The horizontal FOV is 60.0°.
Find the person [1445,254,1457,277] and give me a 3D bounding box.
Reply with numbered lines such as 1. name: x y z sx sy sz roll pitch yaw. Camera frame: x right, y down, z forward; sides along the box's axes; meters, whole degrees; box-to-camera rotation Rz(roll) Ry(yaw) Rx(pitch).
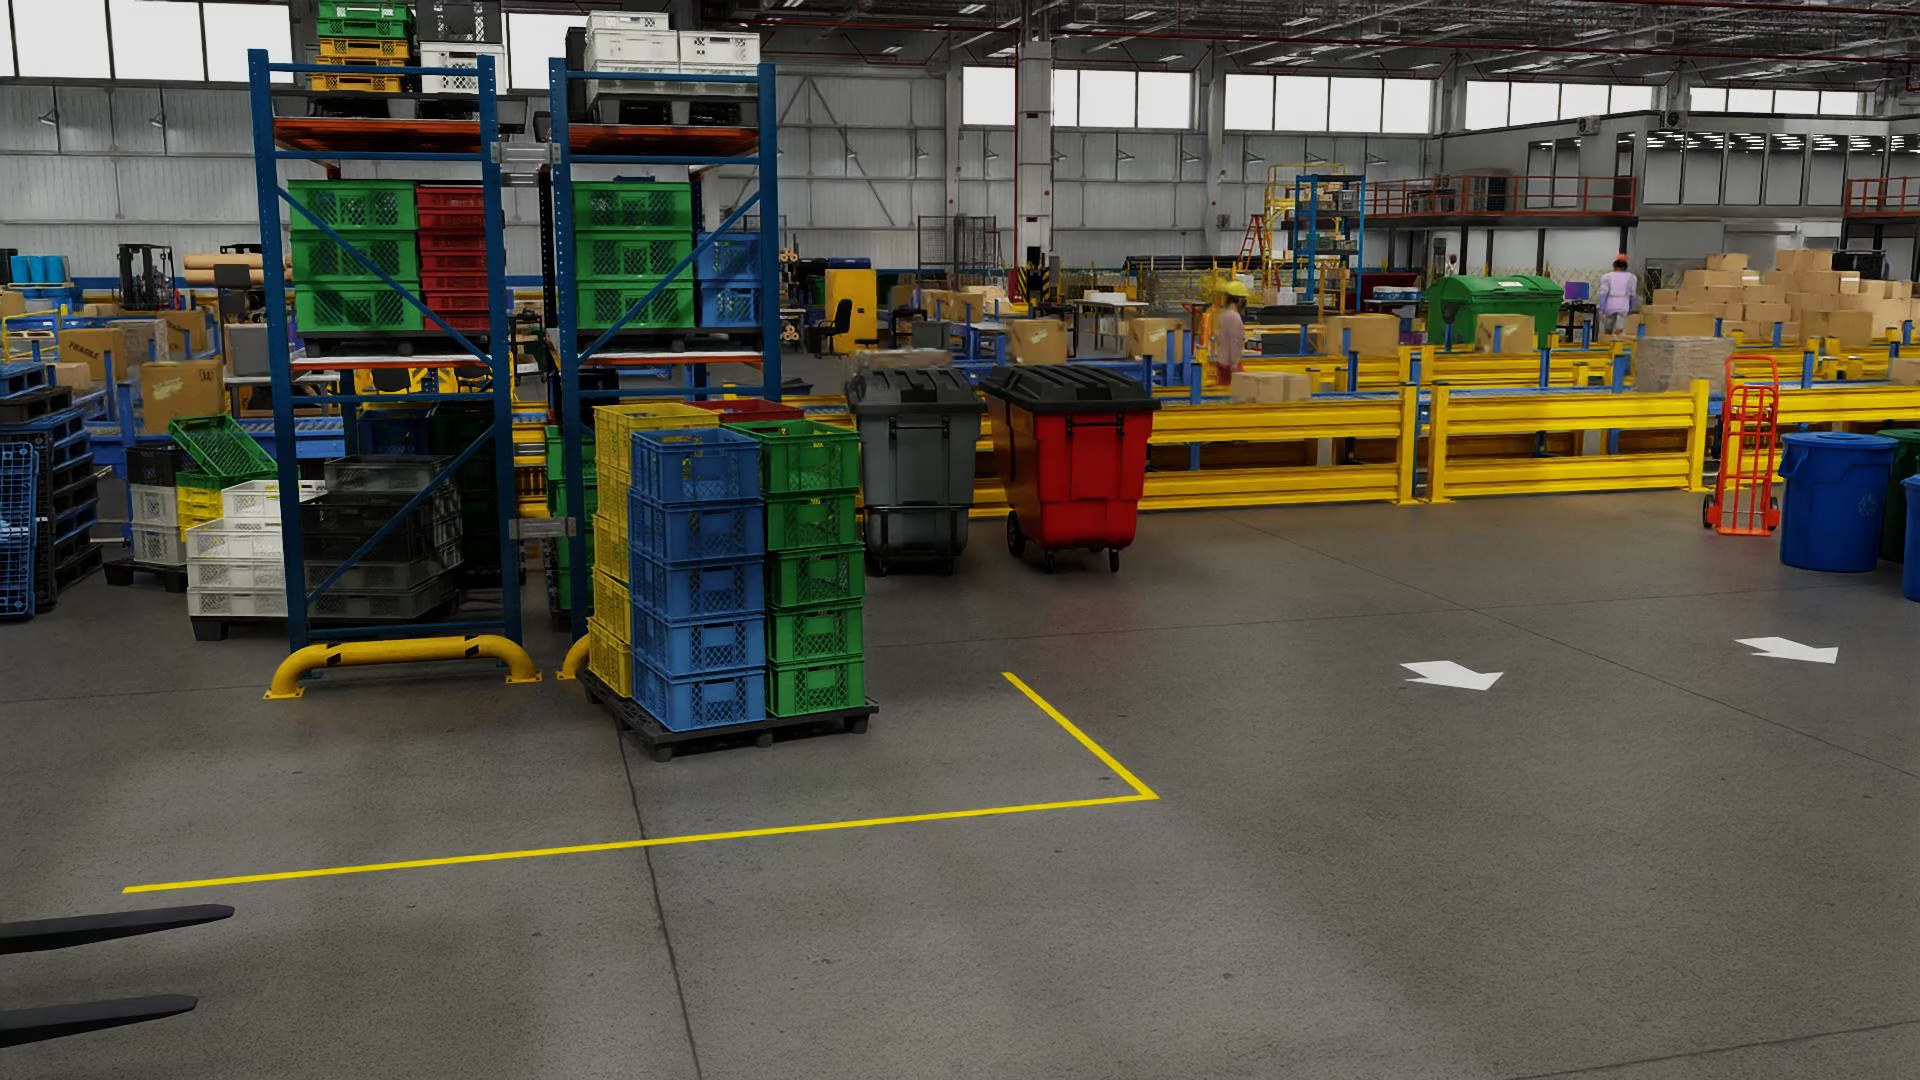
1. person: 15.896 -8.311 53.872 0.577 1.879 0.350 -8 13 -38

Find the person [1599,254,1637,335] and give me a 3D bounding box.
1. person: 11.748 -4.103 29.738 0.602 1.968 1.098 4 11 21

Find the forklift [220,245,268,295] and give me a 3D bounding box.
1. forklift: -17.749 -6.334 41.440 1.157 1.987 2.680 -3 10 -17

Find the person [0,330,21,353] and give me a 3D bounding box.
1. person: -19.391 -4.644 33.131 0.646 1.870 0.943 8 13 37

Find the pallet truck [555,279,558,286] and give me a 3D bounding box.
1. pallet truck: -10.604 -6.375 44.520 0.653 1.274 1.630 -3 10 -15

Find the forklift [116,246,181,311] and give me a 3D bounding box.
1. forklift: -19.966 -6.232 40.894 1.157 1.987 2.680 -3 10 -15

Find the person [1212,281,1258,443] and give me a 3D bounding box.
1. person: 3.002 -1.901 17.896 0.618 1.743 0.554 -1 10 -8
